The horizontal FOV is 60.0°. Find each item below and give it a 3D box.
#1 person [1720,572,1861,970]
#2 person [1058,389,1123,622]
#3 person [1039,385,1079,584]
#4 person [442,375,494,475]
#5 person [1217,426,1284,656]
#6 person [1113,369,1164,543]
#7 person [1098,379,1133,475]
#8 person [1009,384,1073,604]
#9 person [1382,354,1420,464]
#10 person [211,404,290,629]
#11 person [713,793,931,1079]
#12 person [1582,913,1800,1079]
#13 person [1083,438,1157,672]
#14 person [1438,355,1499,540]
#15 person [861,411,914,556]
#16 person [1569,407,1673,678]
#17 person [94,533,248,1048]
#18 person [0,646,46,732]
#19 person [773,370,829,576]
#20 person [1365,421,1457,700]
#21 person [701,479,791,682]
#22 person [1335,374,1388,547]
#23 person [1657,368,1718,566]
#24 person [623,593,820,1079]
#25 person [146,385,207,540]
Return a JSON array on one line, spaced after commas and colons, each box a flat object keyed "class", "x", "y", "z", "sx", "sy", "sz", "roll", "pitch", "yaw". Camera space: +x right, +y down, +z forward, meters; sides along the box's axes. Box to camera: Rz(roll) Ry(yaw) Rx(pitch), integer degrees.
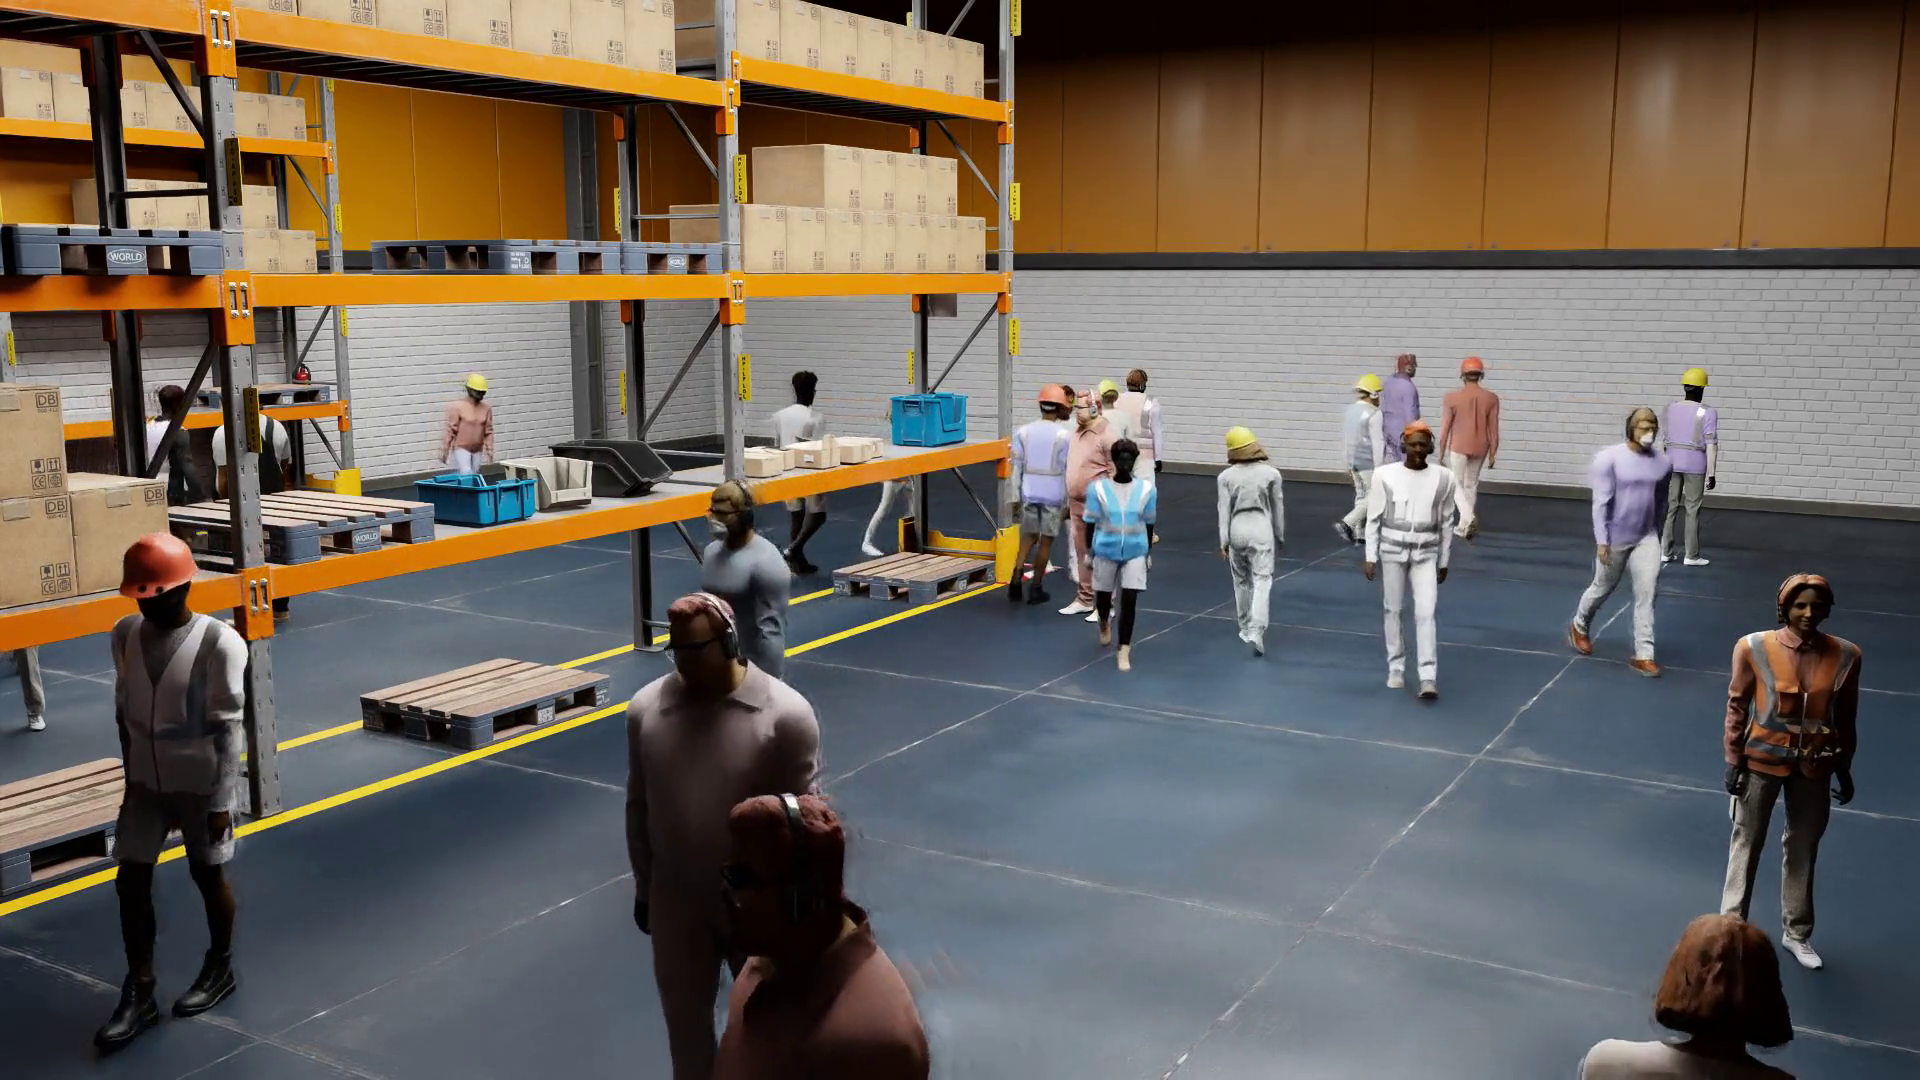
[{"class": "person", "x": 3.386, "y": 0.938, "z": 6.807, "sx": 0.512, "sy": 1.642, "sz": 0.312, "roll": 1, "pitch": 9, "yaw": 8}, {"class": "person", "x": 1.061, "y": -0.284, "z": 13.617, "sx": 0.401, "sy": 1.904, "sz": 0.646, "roll": -5, "pitch": 10, "yaw": -29}, {"class": "person", "x": 0.941, "y": -0.548, "z": 15.545, "sx": 0.485, "sy": 1.829, "sz": 0.957, "roll": -2, "pitch": 9, "yaw": -11}, {"class": "person", "x": -5.394, "y": -0.963, "z": 18.413, "sx": 0.737, "sy": 1.718, "sz": 0.587, "roll": 7, "pitch": 11, "yaw": 37}, {"class": "person", "x": 2.180, "y": -0.004, "z": 12.525, "sx": 0.509, "sy": 1.690, "sz": 0.832, "roll": 2, "pitch": 9, "yaw": 11}, {"class": "person", "x": 1.855, "y": -0.879, "z": 17.528, "sx": 0.633, "sy": 1.843, "sz": 0.429, "roll": 5, "pitch": 10, "yaw": 27}, {"class": "person", "x": 1.540, "y": -0.782, "z": 17.215, "sx": 0.541, "sy": 1.754, "sz": 0.376, "roll": -1, "pitch": 9, "yaw": -8}, {"class": "person", "x": 0.716, "y": -0.375, "z": 14.192, "sx": 0.552, "sy": 1.902, "sz": 0.539, "roll": 5, "pitch": 10, "yaw": 28}, {"class": "person", "x": 5.262, "y": -1.284, "z": 19.898, "sx": 0.492, "sy": 1.887, "sz": 0.662, "roll": -2, "pitch": 9, "yaw": -12}, {"class": "person", "x": -5.716, "y": -0.302, "z": 13.308, "sx": 0.536, "sy": 2.000, "sz": 0.683, "roll": 4, "pitch": 10, "yaw": 22}, {"class": "person", "x": -0.308, "y": 1.399, "z": 3.159, "sx": 0.427, "sy": 1.889, "sz": 0.665, "roll": -4, "pitch": 10, "yaw": -21}, {"class": "person", "x": 1.440, "y": 1.531, "z": 3.239, "sx": 0.514, "sy": 1.600, "sz": 0.780, "roll": 5, "pitch": 10, "yaw": 28}, {"class": "person", "x": 1.155, "y": 0.075, "z": 12.082, "sx": 0.531, "sy": 1.678, "sz": 0.678, "roll": 0, "pitch": 9, "yaw": 1}, {"class": "person", "x": 5.428, "y": -0.971, "z": 17.692, "sx": 0.619, "sy": 1.975, "sz": 0.815, "roll": 0, "pitch": 9, "yaw": -2}, {"class": "person", "x": -0.603, "y": -0.606, "z": 16.622, "sx": 0.877, "sy": 1.588, "sz": 0.494, "roll": 4, "pitch": 10, "yaw": 21}, {"class": "person", "x": 4.793, "y": -0.023, "z": 12.006, "sx": 0.637, "sy": 1.911, "sz": 0.956, "roll": -1, "pitch": 9, "yaw": -7}, {"class": "person", "x": -2.931, "y": 0.916, "z": 6.135, "sx": 0.571, "sy": 1.898, "sz": 0.788, "roll": 1, "pitch": 9, "yaw": 9}, {"class": "person", "x": -5.903, "y": 0.386, "z": 10.261, "sx": 0.511, "sy": 1.641, "sz": 0.309, "roll": -4, "pitch": 10, "yaw": -23}, {"class": "person", "x": -1.504, "y": -0.599, "z": 15.450, "sx": 0.616, "sy": 1.951, "sz": 0.579, "roll": 6, "pitch": 11, "yaw": 31}, {"class": "person", "x": 3.015, "y": 0.140, "z": 11.145, "sx": 0.588, "sy": 1.859, "sz": 0.754, "roll": 2, "pitch": 9, "yaw": 12}, {"class": "person", "x": -1.028, "y": 0.649, "z": 7.840, "sx": 0.929, "sy": 1.901, "sz": 0.645, "roll": -8, "pitch": 12, "yaw": -41}, {"class": "person", "x": 4.143, "y": -0.804, "z": 17.141, "sx": 0.519, "sy": 1.812, "sz": 0.608, "roll": -3, "pitch": 10, "yaw": -17}, {"class": "person", "x": 7.086, "y": -0.709, "z": 16.198, "sx": 0.368, "sy": 1.926, "sz": 0.594, "roll": -7, "pitch": 11, "yaw": -37}, {"class": "person", "x": -0.737, "y": 1.067, "z": 5.325, "sx": 0.650, "sy": 1.877, "sz": 0.808, "roll": 1, "pitch": 9, "yaw": 8}, {"class": "person", "x": -6.724, "y": -0.407, "z": 14.452, "sx": 0.624, "sy": 1.869, "sz": 0.957, "roll": 8, "pitch": 12, "yaw": 42}]
